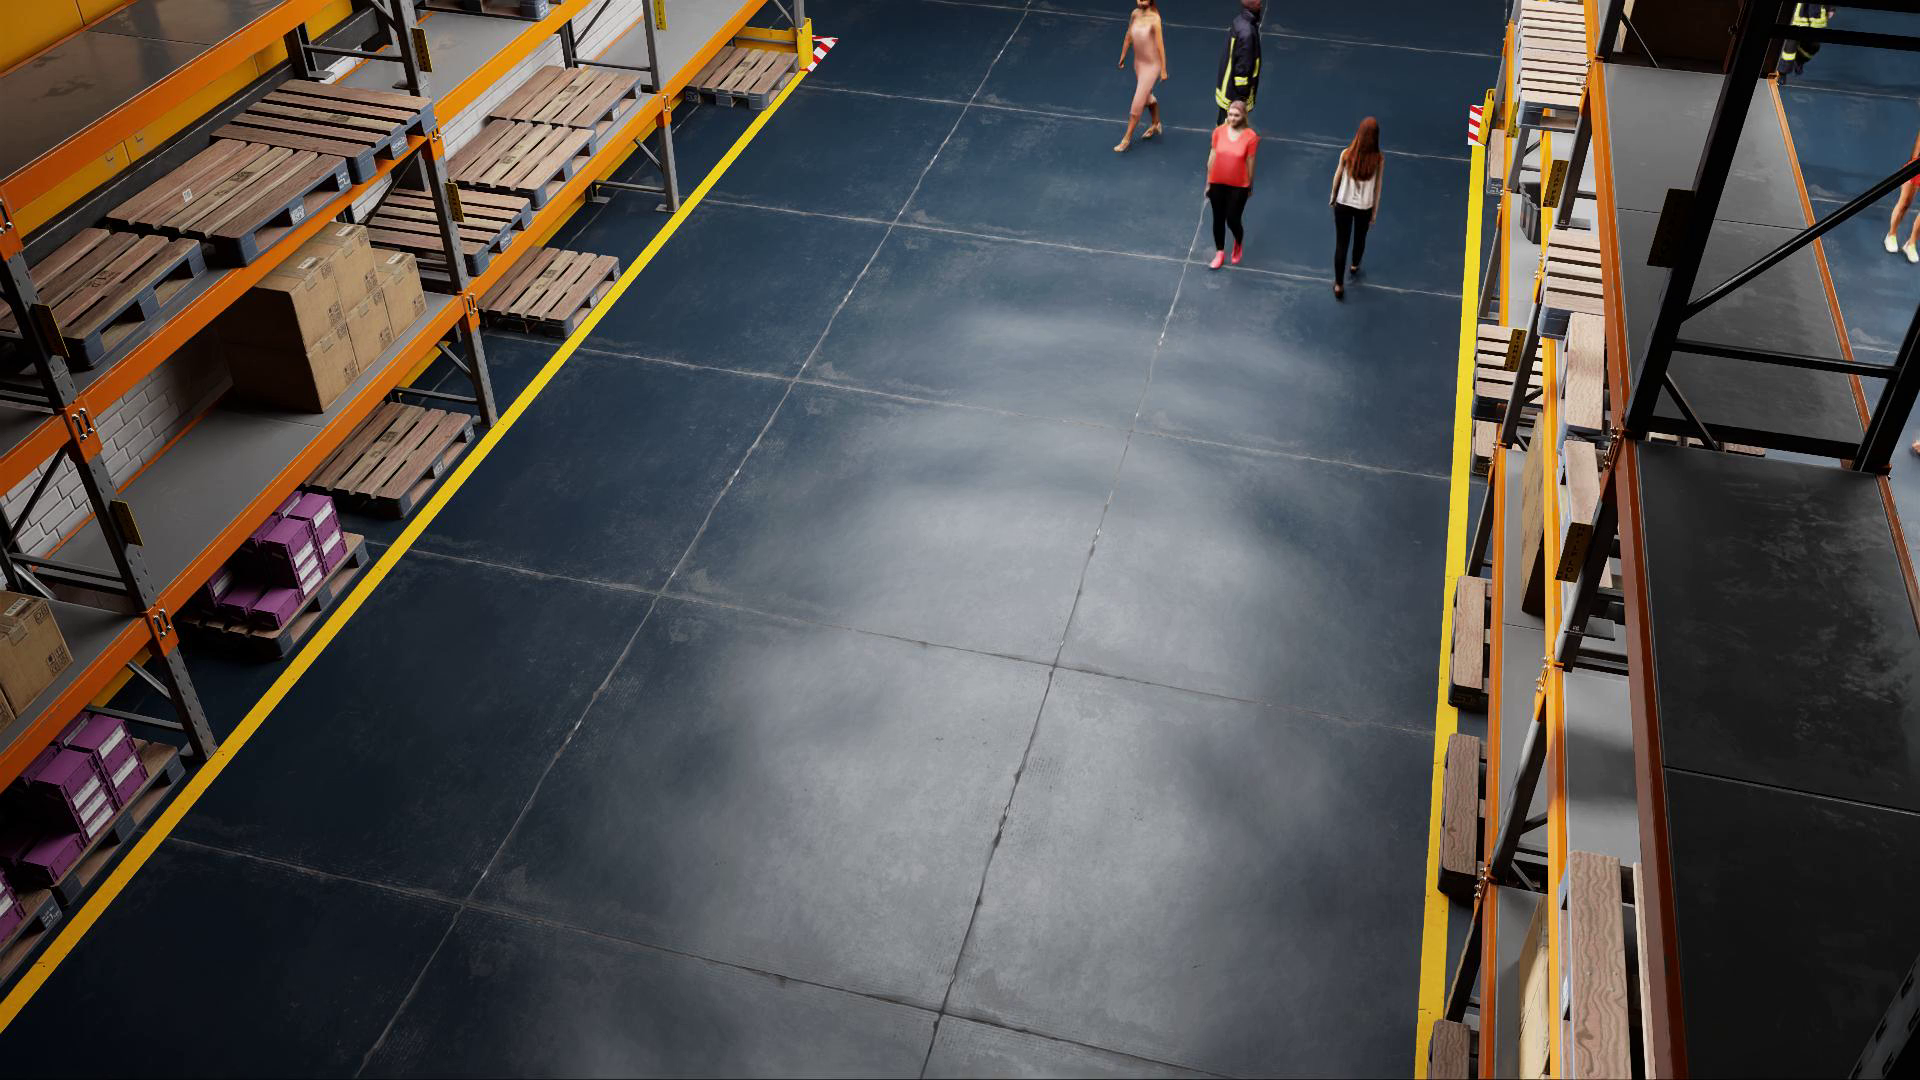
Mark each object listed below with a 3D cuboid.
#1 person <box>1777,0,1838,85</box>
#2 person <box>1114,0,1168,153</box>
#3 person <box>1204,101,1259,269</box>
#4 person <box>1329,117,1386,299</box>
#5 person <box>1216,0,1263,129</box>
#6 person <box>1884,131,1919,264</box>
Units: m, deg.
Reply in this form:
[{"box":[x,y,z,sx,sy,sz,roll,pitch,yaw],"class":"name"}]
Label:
[{"box":[9.796,-6.224,19.168,0.750,1.855,0.748,9,40,11],"class":"person"},{"box":[2.060,-5.059,17.762,1.151,1.789,1.066,-21,43,-25],"class":"person"},{"box":[2.582,-3.382,15.747,0.660,1.683,0.713,20,43,23],"class":"person"},{"box":[3.613,-3.007,15.270,0.598,1.693,0.933,9,40,11],"class":"person"},{"box":[2.915,-4.872,17.506,0.854,1.816,0.671,3,39,3],"class":"person"},{"box":[9.231,-3.588,15.931,0.616,1.775,0.727,7,39,8],"class":"person"}]
